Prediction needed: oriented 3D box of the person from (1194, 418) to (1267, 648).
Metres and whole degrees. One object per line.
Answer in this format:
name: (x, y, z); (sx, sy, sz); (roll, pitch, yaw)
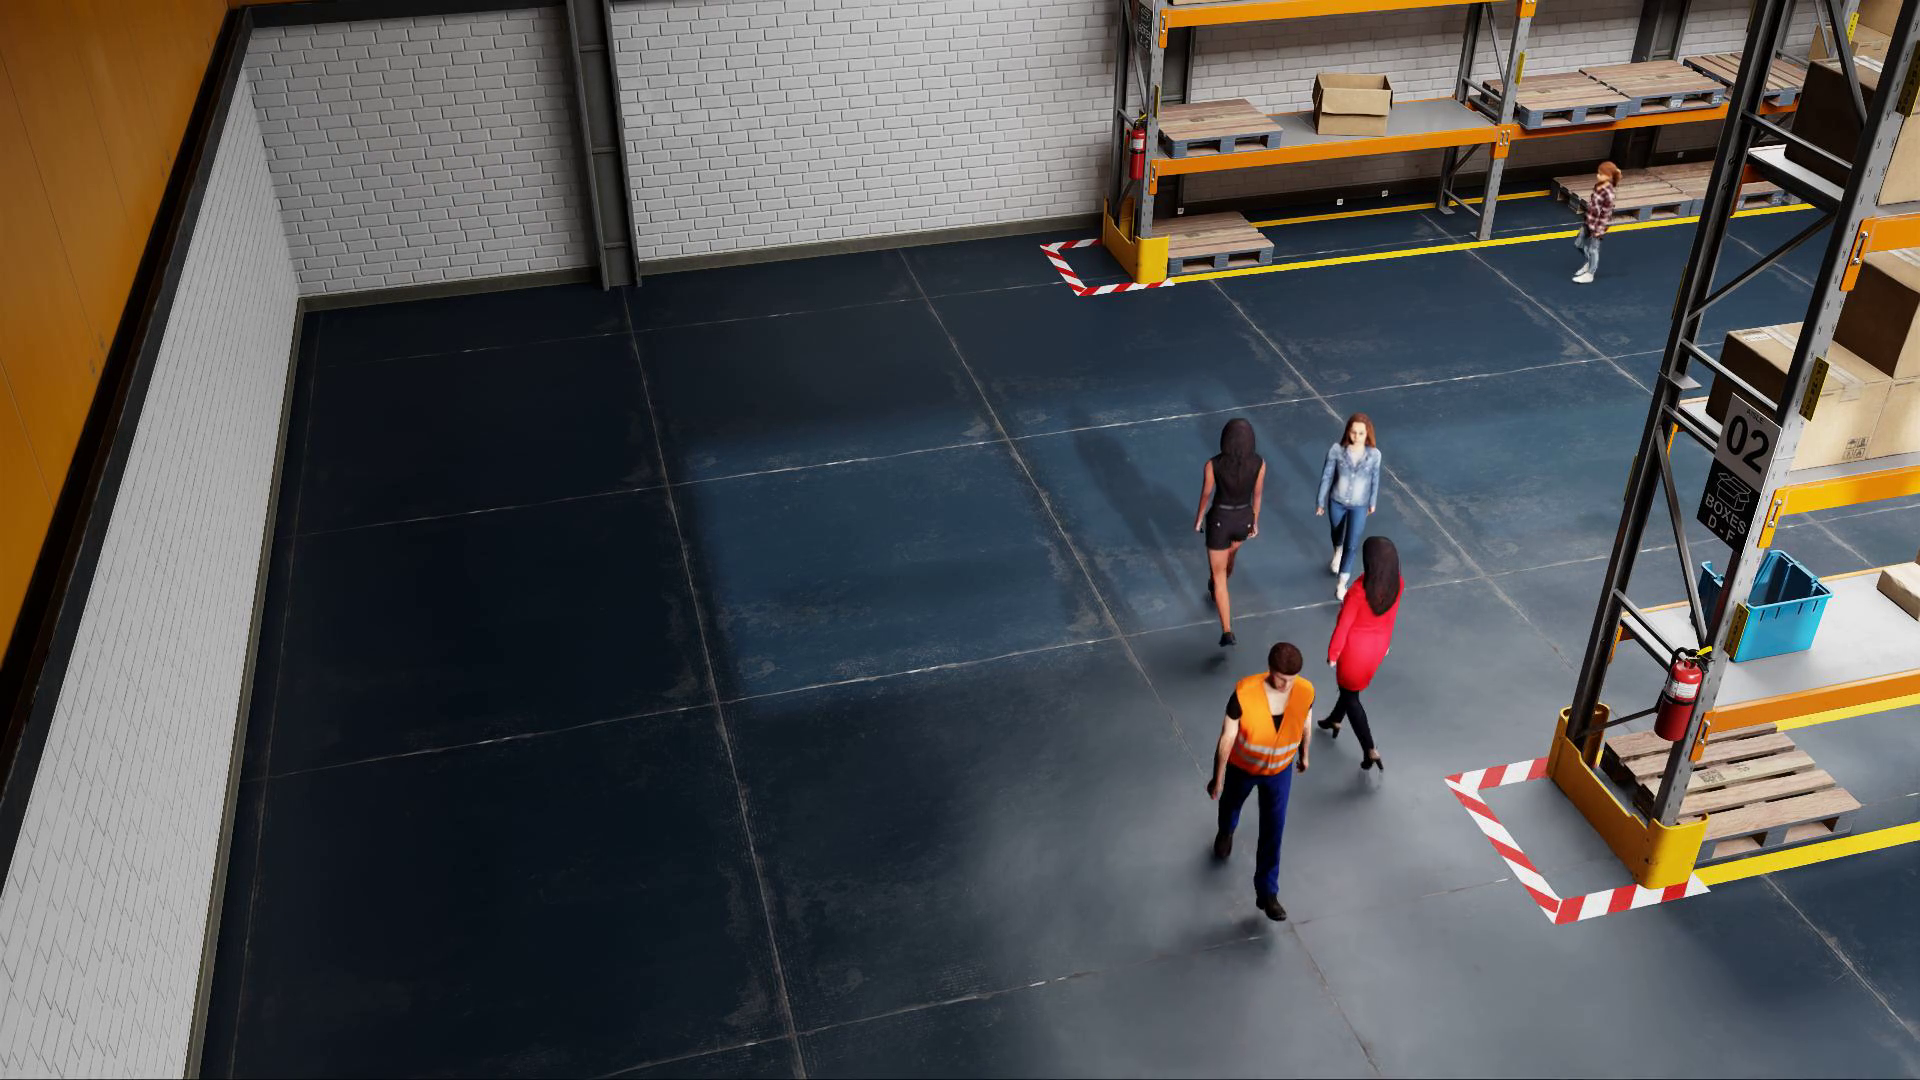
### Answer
person: (1.939, -0.026, 11.869); (1.165, 1.698, 0.765); (-5, 34, -7)

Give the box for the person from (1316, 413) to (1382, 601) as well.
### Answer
person: (2.927, -0.319, 12.541); (1.018, 1.442, 0.958); (8, 35, 12)

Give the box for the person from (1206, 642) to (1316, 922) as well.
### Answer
person: (1.751, 1.257, 9.820); (1.218, 1.831, 1.034); (0, 34, -1)

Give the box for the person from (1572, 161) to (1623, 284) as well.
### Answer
person: (6.603, -3.266, 17.104); (0.525, 1.299, 0.533); (-7, 34, -10)

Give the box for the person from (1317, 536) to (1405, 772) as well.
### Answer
person: (2.613, 0.755, 10.665); (0.920, 1.730, 0.829); (-18, 38, -25)
